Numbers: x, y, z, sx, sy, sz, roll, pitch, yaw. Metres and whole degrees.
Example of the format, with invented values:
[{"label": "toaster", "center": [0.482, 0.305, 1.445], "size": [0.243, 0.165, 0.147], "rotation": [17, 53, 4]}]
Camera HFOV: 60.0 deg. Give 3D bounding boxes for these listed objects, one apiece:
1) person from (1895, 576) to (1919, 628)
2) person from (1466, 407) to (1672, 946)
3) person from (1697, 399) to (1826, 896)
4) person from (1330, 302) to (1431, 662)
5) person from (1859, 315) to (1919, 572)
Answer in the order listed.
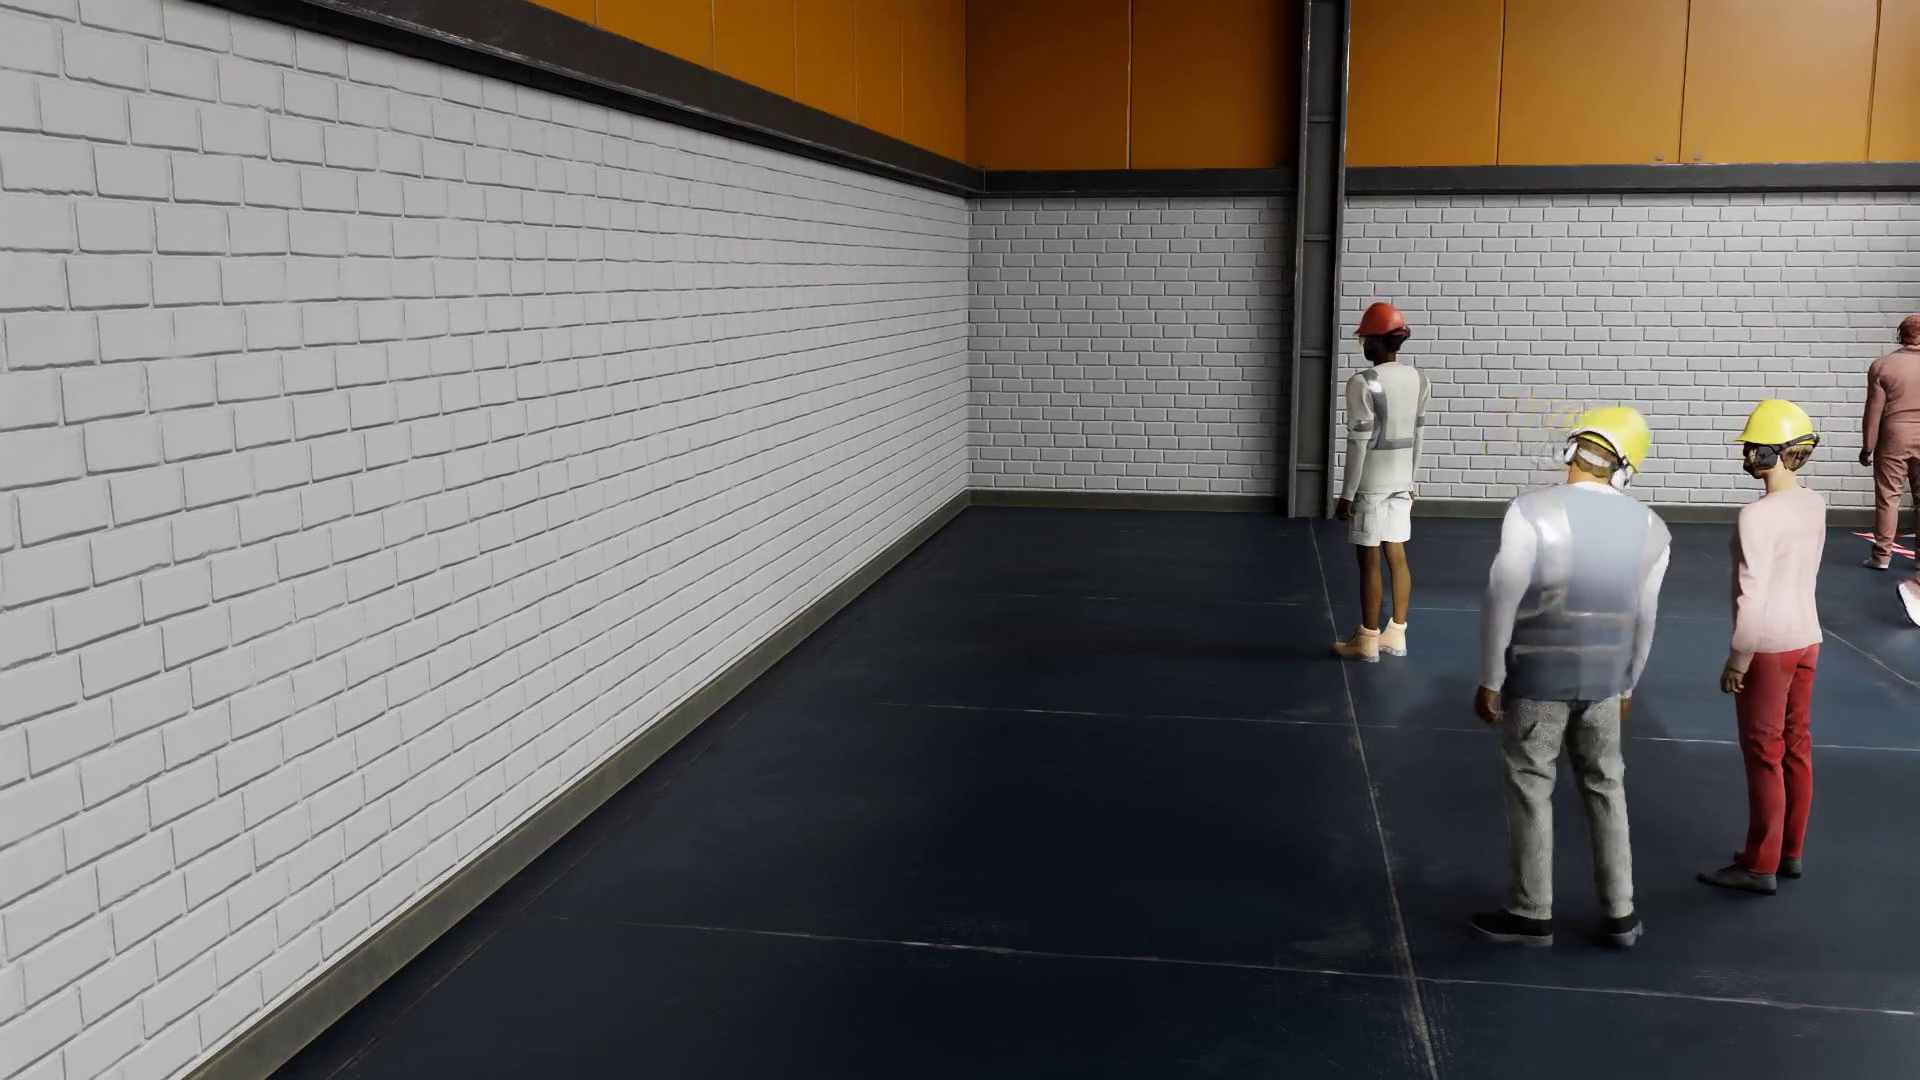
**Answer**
[{"label": "person", "center": [6.223, -0.334, 10.067], "size": [0.775, 1.882, 0.644], "rotation": [8, 12, 41]}, {"label": "person", "center": [1.987, 0.463, 5.443], "size": [0.662, 1.784, 0.417], "rotation": [-3, 10, -16]}, {"label": "person", "center": [2.885, 0.383, 5.957], "size": [0.526, 1.769, 0.328], "rotation": [-7, 12, -38]}, {"label": "person", "center": [2.383, -0.326, 9.489], "size": [0.608, 2.047, 0.366], "rotation": [-7, 11, -35]}, {"label": "person", "center": [7.012, -0.709, 12.314], "size": [0.637, 1.904, 0.403], "rotation": [3, 9, 15]}]
